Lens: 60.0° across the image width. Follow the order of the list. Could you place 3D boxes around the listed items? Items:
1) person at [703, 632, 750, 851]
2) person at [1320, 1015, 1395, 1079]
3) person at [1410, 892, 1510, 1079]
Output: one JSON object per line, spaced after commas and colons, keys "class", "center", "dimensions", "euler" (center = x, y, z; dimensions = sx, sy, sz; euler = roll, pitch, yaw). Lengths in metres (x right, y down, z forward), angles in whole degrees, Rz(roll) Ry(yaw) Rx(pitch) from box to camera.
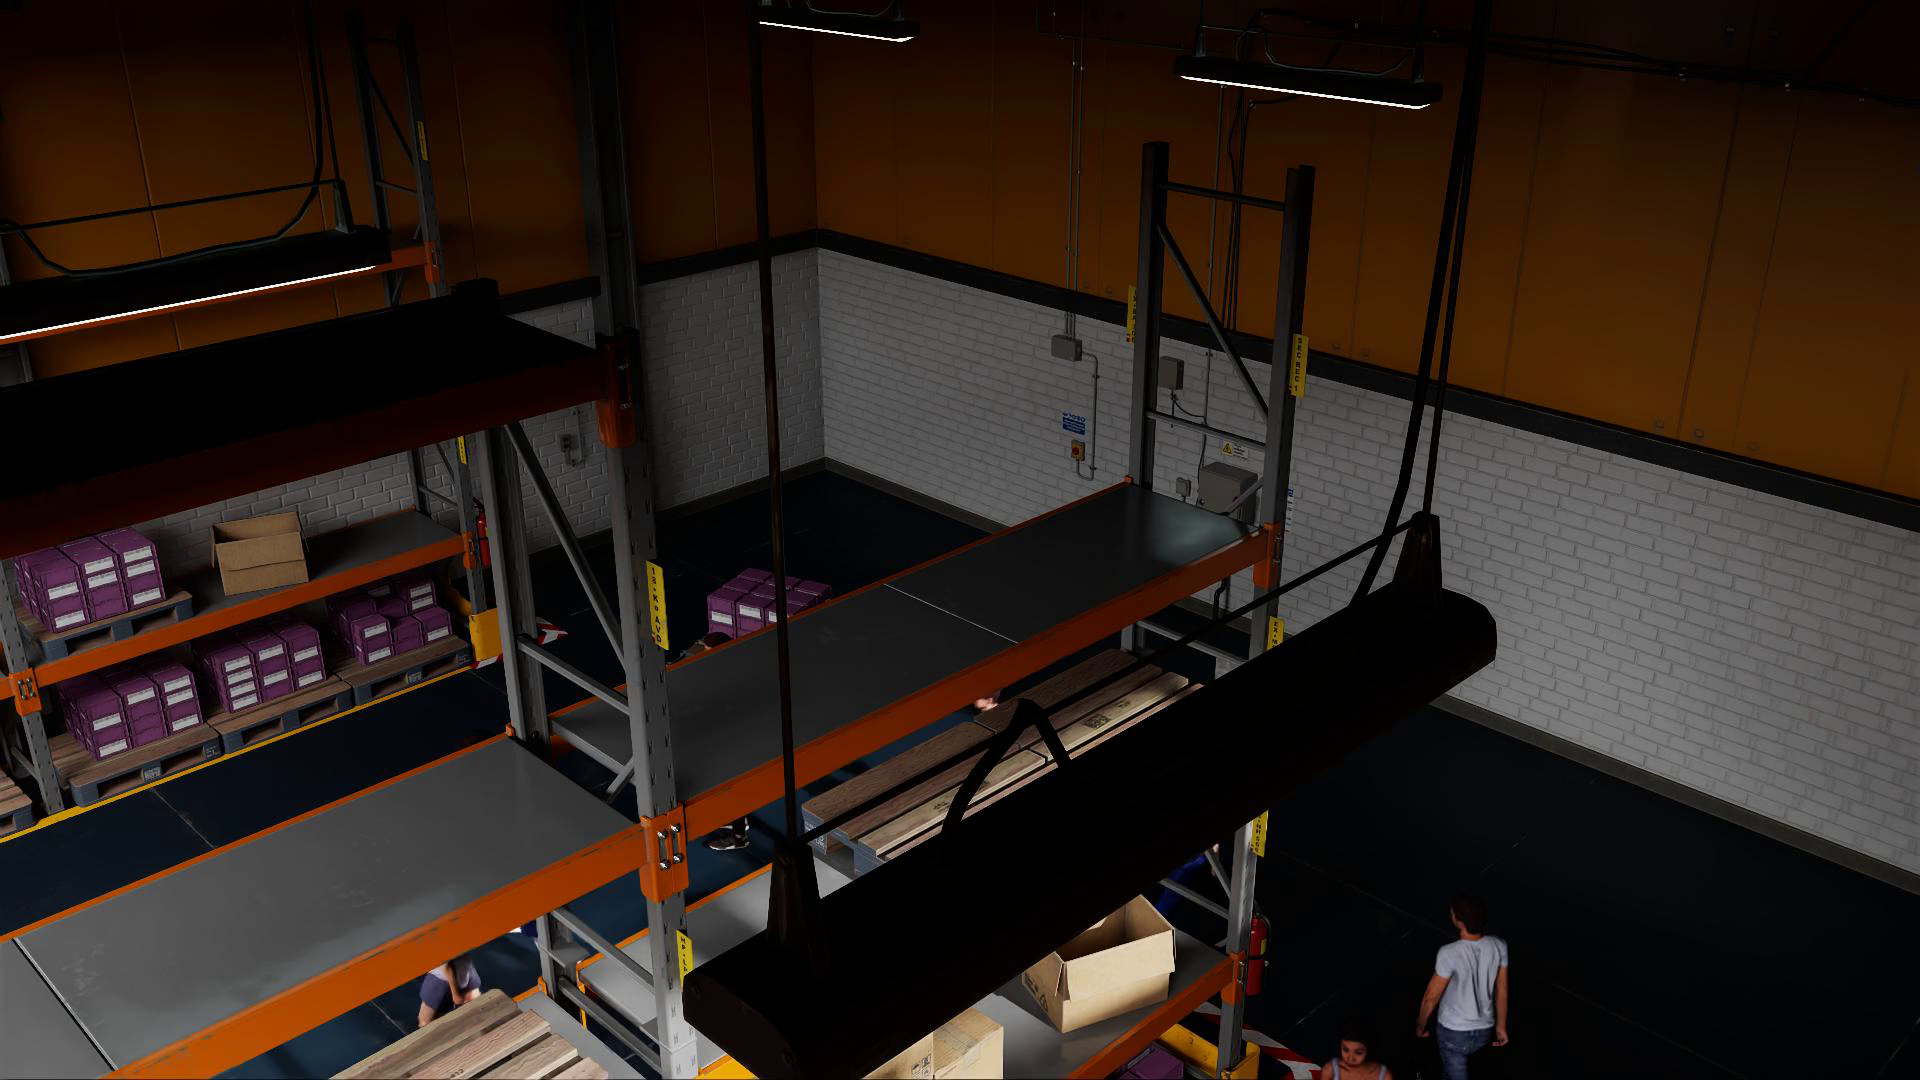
{"class": "person", "center": [-1.841, 1.559, 13.068], "dimensions": [0.796, 1.851, 0.747], "euler": [-1, 24, -2]}
{"class": "person", "center": [2.172, 3.340, 9.208], "dimensions": [0.859, 1.680, 0.995], "euler": [4, 24, 10]}
{"class": "person", "center": [3.042, 2.978, 9.859], "dimensions": [1.190, 1.822, 1.076], "euler": [-6, 24, -14]}
